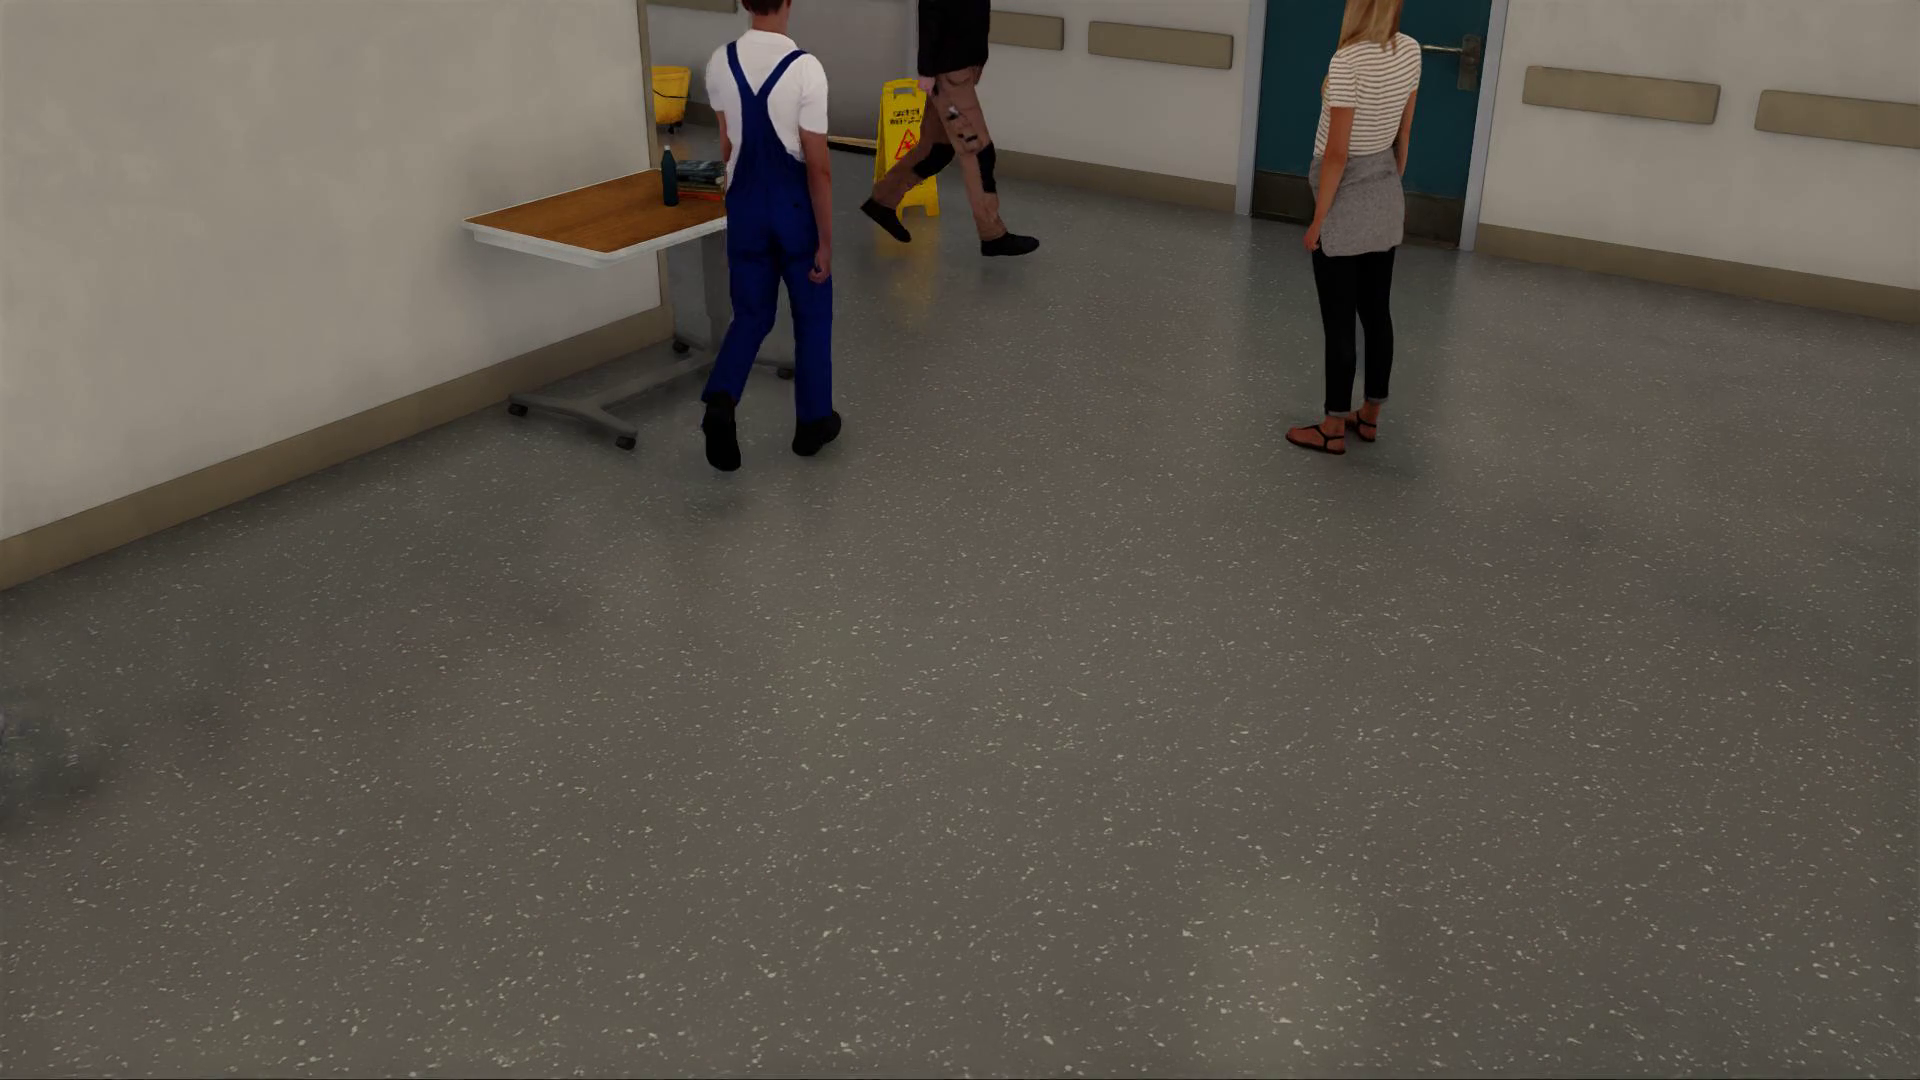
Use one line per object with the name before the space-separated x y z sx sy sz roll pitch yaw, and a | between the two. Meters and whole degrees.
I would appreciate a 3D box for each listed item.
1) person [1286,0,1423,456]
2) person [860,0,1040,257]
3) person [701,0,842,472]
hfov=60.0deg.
person | 1.478 -1.210 6.128 0.678 1.825 0.646 -17 30 -31
person | -0.122 -2.395 8.514 1.328 1.888 0.969 7 27 15
person | -0.706 -1.085 5.874 1.115 1.822 0.914 8 27 17
